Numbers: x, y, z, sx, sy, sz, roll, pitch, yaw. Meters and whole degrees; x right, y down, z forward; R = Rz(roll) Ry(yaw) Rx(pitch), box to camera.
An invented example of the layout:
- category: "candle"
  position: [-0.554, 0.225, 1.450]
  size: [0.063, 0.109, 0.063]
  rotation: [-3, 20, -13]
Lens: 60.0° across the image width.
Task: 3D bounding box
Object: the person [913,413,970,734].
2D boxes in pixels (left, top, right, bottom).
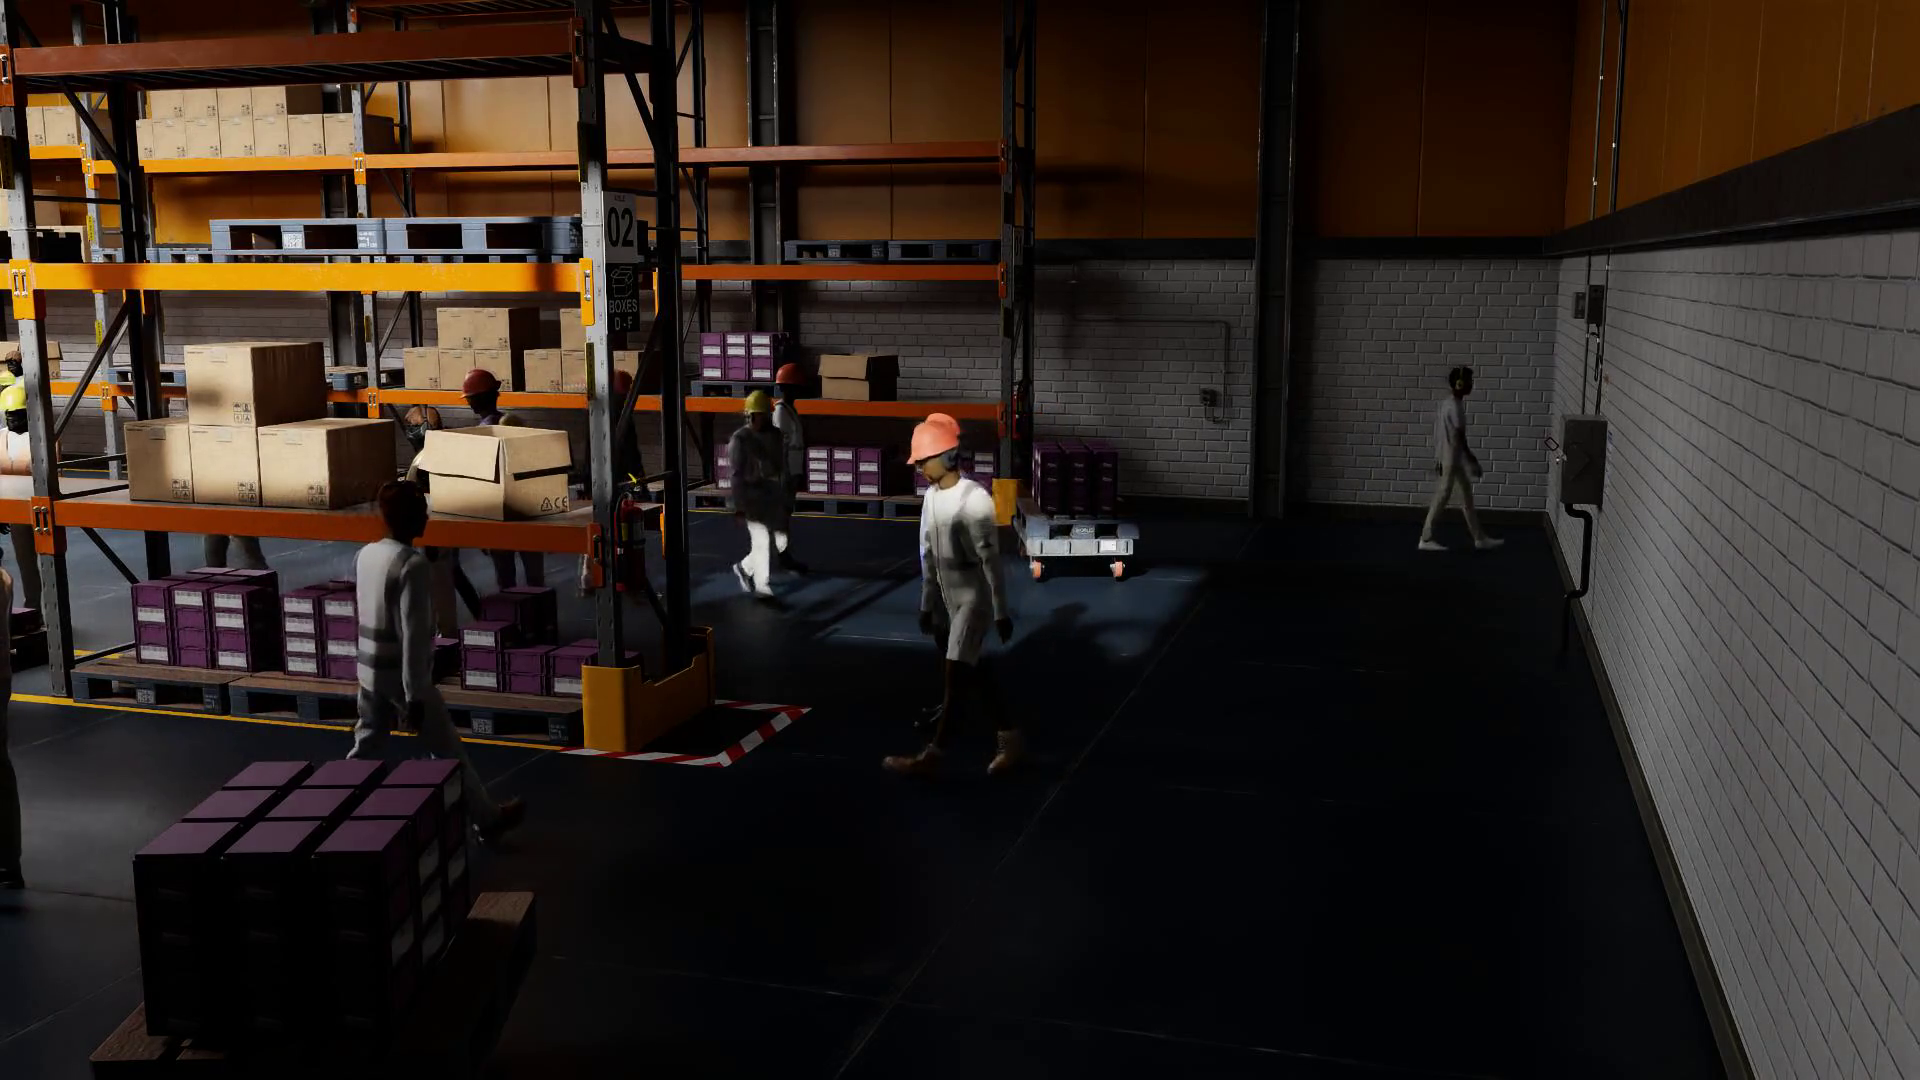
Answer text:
- category: "person"
  position: [-0.110, 0.201, 10.062]
  size: [0.357, 1.937, 0.551]
  rotation: [2, 9, 10]

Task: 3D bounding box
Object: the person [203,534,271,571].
- category: "person"
  position: [-5.711, -0.241, 12.911]
  size: [0.776, 1.904, 0.511]
  rotation: [9, 13, 44]

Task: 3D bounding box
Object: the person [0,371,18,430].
- category: "person"
  position: [-10.308, -0.982, 18.025]
  size: [0.918, 1.689, 0.501]
  rotation: [6, 11, 35]

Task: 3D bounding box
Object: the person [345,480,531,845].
- category: "person"
  position: [-2.557, 0.627, 7.798]
  size: [0.600, 1.824, 1.012]
  rotation: [8, 12, 39]

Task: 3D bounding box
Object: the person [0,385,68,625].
- category: "person"
  position: [-7.150, -0.233, 12.774]
  size: [0.587, 1.919, 0.399]
  rotation: [2, 10, 14]

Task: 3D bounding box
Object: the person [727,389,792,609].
- category: "person"
  position: [-1.676, -0.350, 13.797]
  size: [0.593, 1.813, 0.610]
  rotation: [7, 11, 35]

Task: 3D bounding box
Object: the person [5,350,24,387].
- category: "person"
  position: [-11.083, -1.318, 19.659]
  size: [0.625, 1.837, 0.428]
  rotation: [2, 10, 11]

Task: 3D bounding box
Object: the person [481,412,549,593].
- category: "person"
  position: [-3.253, -0.051, 12.175]
  size: [0.527, 1.777, 0.339]
  rotation: [-2, 10, -12]

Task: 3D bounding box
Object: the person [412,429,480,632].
- category: "person"
  position: [-3.997, -0.066, 12.566]
  size: [0.873, 1.646, 0.535]
  rotation: [-1, 9, -6]

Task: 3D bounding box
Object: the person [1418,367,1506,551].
- category: "person"
  position: [4.952, -0.783, 16.399]
  size: [0.755, 1.842, 0.523]
  rotation: [3, 10, 17]

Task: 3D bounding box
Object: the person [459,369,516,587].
- category: "person"
  position: [-3.628, -0.303, 12.849]
  size: [0.396, 2.033, 0.605]
  rotation: [-2, 9, -10]

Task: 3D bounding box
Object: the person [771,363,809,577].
- category: "person"
  position: [-1.556, -0.639, 15.184]
  size: [0.371, 1.939, 0.543]
  rotation: [0, 9, 2]

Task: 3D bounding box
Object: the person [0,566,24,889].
- category: "person"
  position: [-4.380, 0.714, 7.284]
  size: [0.403, 1.825, 0.586]
  rotation: [0, 9, 0]

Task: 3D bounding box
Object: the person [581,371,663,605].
- category: "person"
  position: [-2.828, -0.433, 13.901]
  size: [0.930, 1.943, 0.623]
  rotation: [2, 9, 11]

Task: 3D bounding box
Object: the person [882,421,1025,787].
- category: "person"
  position: [0.004, 0.342, 9.081]
  size: [0.899, 1.975, 0.709]
  rotation: [-5, 11, -29]

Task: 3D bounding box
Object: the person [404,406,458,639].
- category: "person"
  position: [-3.780, -0.046, 11.910]
  size: [0.430, 1.836, 0.618]
  rotation: [-2, 10, -13]
